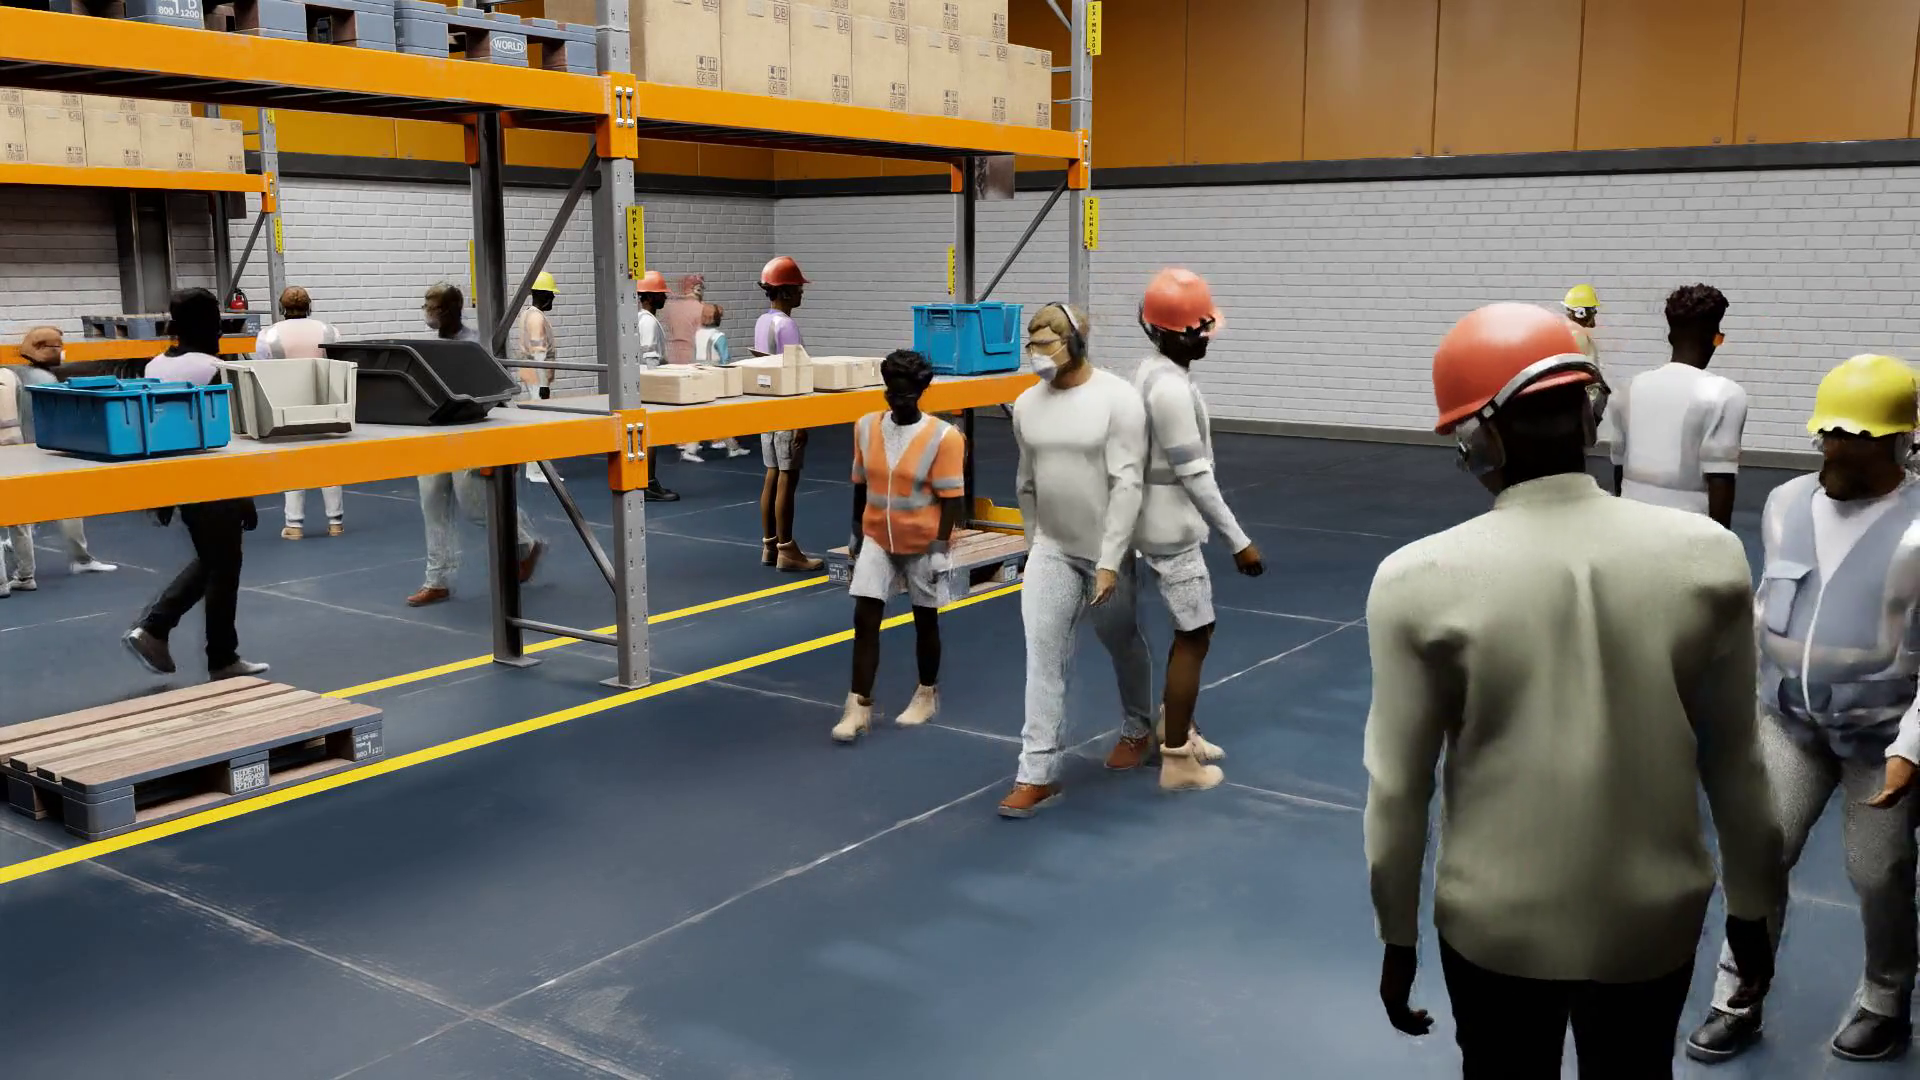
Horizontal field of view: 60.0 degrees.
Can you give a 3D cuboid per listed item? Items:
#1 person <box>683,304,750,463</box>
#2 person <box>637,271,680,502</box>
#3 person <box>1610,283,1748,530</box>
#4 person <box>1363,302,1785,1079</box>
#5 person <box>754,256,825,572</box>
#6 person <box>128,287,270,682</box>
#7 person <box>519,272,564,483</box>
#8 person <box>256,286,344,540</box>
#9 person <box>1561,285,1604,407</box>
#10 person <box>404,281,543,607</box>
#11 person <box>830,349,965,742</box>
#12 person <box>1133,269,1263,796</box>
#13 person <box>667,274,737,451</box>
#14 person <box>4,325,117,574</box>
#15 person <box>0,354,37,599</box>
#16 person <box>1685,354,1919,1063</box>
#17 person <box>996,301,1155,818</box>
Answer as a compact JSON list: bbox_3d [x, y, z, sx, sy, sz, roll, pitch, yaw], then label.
[{"bbox_3d":[-2.500,-1.580,16.803,0.876,1.588,0.517,-7,12,-36],"label":"person"},{"bbox_3d":[-2.584,-1.290,14.031,0.369,1.936,0.549,-4,10,-21],"label":"person"},{"bbox_3d":[2.872,-0.042,6.610,0.742,1.942,0.645,-5,11,-28],"label":"person"},{"bbox_3d":[0.979,0.610,2.659,0.683,1.954,0.602,0,10,2],"label":"person"},{"bbox_3d":[-1.137,-0.815,10.872,0.365,2.048,0.608,-5,11,-26],"label":"person"},{"bbox_3d":[-3.620,-0.240,7.880,0.594,1.903,0.511,7,12,36],"label":"person"},{"bbox_3d":[-3.823,-1.480,15.200,0.383,1.922,0.593,-4,10,-20],"label":"person"},{"bbox_3d":[-4.790,-0.924,12.133,0.619,1.845,0.430,-6,11,-32],"label":"person"},{"bbox_3d":[4.895,-1.105,13.237,0.403,1.834,0.589,1,10,4],"label":"person"},{"bbox_3d":[-2.930,-0.583,9.911,0.639,1.915,0.845,7,12,36],"label":"person"},{"bbox_3d":[-0.277,0.032,6.968,0.594,1.650,0.742,4,11,25],"label":"person"},{"bbox_3d":[0.877,-0.018,6.343,0.481,1.992,0.756,1,10,5],"label":"person"},{"bbox_3d":[-2.730,-1.887,17.749,0.681,1.875,0.727,9,13,43],"label":"person"},{"bbox_3d":[-5.809,-0.565,10.649,0.572,1.614,0.531,-8,12,-38],"label":"person"},{"bbox_3d":[-5.815,-0.462,10.022,0.313,1.630,0.517,2,10,11],"label":"person"},{"bbox_3d":[2.215,0.443,4.106,0.616,1.799,0.610,-6,11,-32],"label":"person"},{"bbox_3d":[0.466,0.038,6.311,0.623,1.883,1.038,6,11,33],"label":"person"}]
